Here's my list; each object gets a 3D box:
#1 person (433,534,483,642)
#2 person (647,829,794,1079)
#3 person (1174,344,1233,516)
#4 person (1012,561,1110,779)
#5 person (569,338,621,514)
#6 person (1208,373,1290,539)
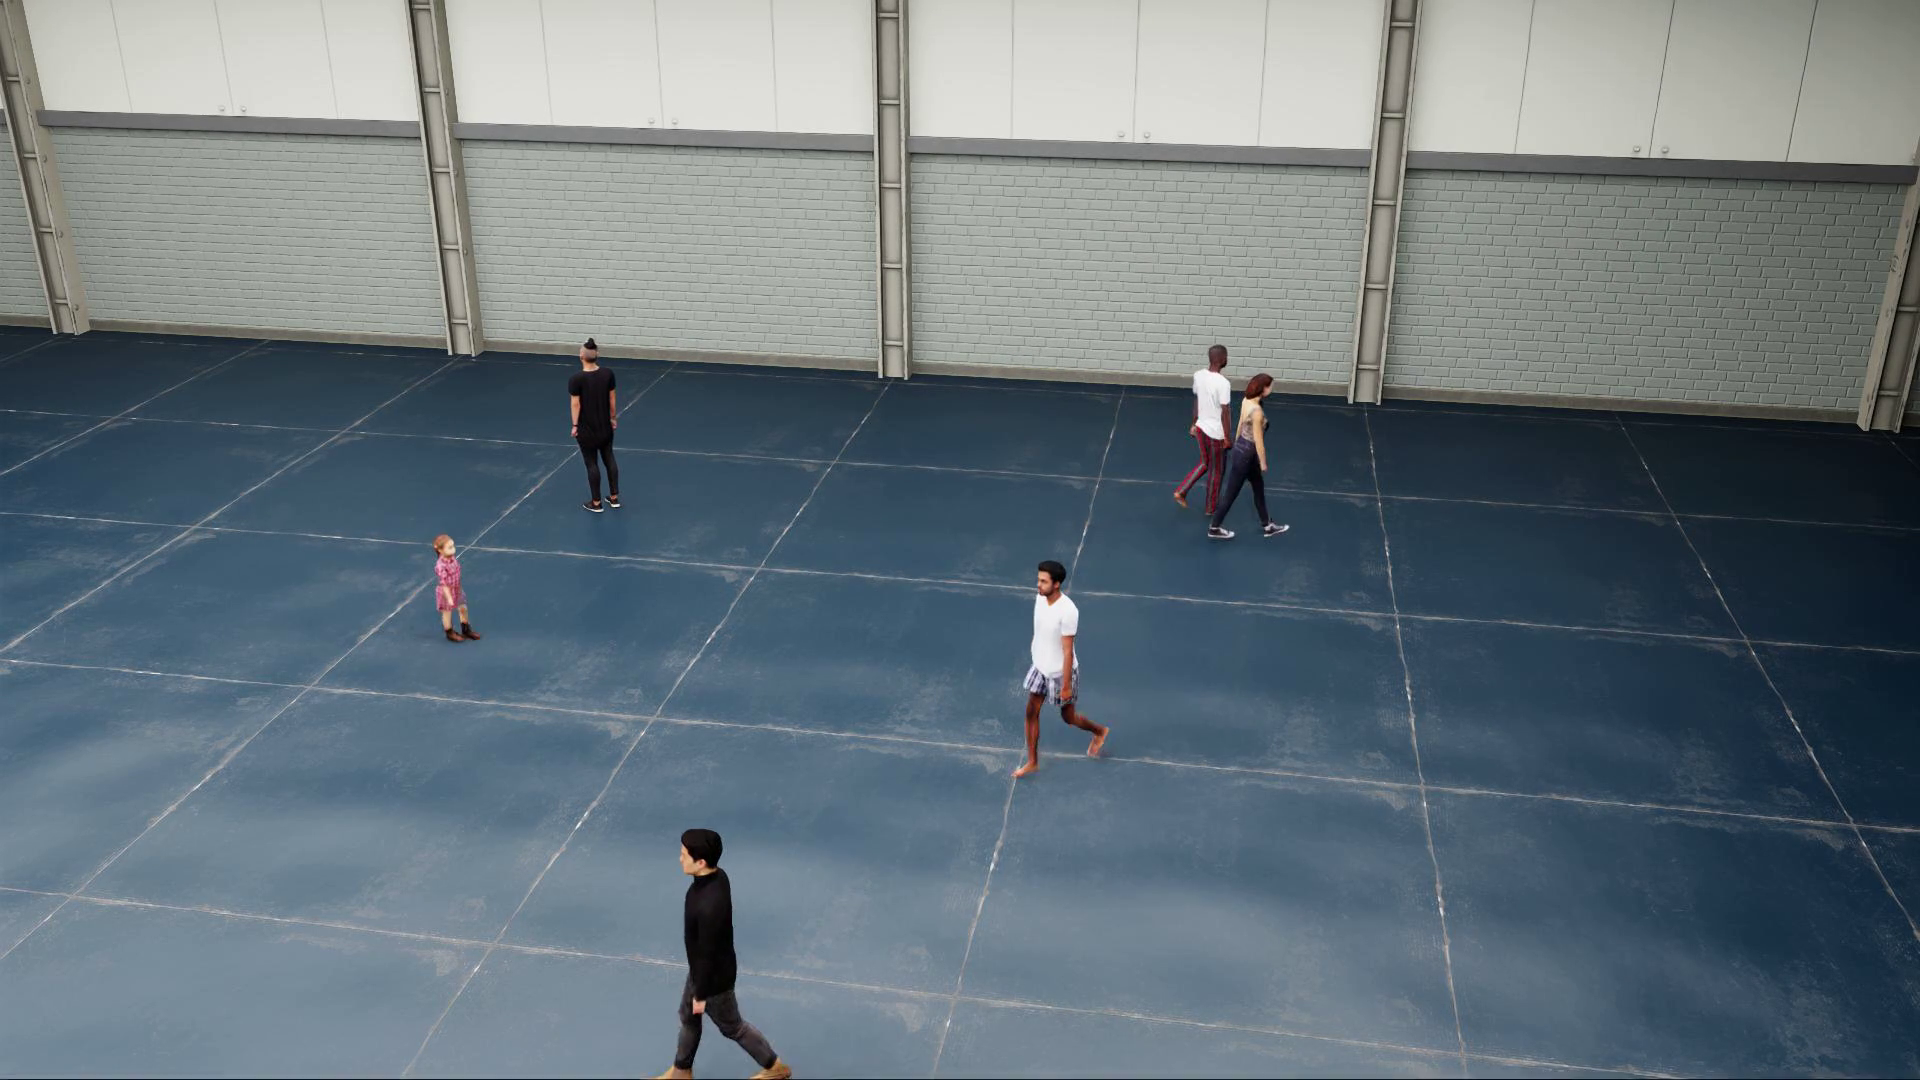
[{"bbox_3d":[-4.470,0.419,14.433,0.569,1.010,0.450,6,24,14],"label":"person"},{"bbox_3d":[-1.277,2.332,9.061,1.163,1.694,0.899,-4,23,-8],"label":"person"},{"bbox_3d":[2.497,-1.083,16.929,0.989,1.820,0.916,-12,26,-26],"label":"person"},{"bbox_3d":[0.770,0.945,12.317,1.142,1.699,1.075,-15,27,-31],"label":"person"},{"bbox_3d":[-3.763,-1.205,17.161,0.771,1.863,0.799,-20,30,-38],"label":"person"},{"bbox_3d":[2.708,-0.779,16.342,1.094,1.719,0.763,-1,23,-4],"label":"person"}]
